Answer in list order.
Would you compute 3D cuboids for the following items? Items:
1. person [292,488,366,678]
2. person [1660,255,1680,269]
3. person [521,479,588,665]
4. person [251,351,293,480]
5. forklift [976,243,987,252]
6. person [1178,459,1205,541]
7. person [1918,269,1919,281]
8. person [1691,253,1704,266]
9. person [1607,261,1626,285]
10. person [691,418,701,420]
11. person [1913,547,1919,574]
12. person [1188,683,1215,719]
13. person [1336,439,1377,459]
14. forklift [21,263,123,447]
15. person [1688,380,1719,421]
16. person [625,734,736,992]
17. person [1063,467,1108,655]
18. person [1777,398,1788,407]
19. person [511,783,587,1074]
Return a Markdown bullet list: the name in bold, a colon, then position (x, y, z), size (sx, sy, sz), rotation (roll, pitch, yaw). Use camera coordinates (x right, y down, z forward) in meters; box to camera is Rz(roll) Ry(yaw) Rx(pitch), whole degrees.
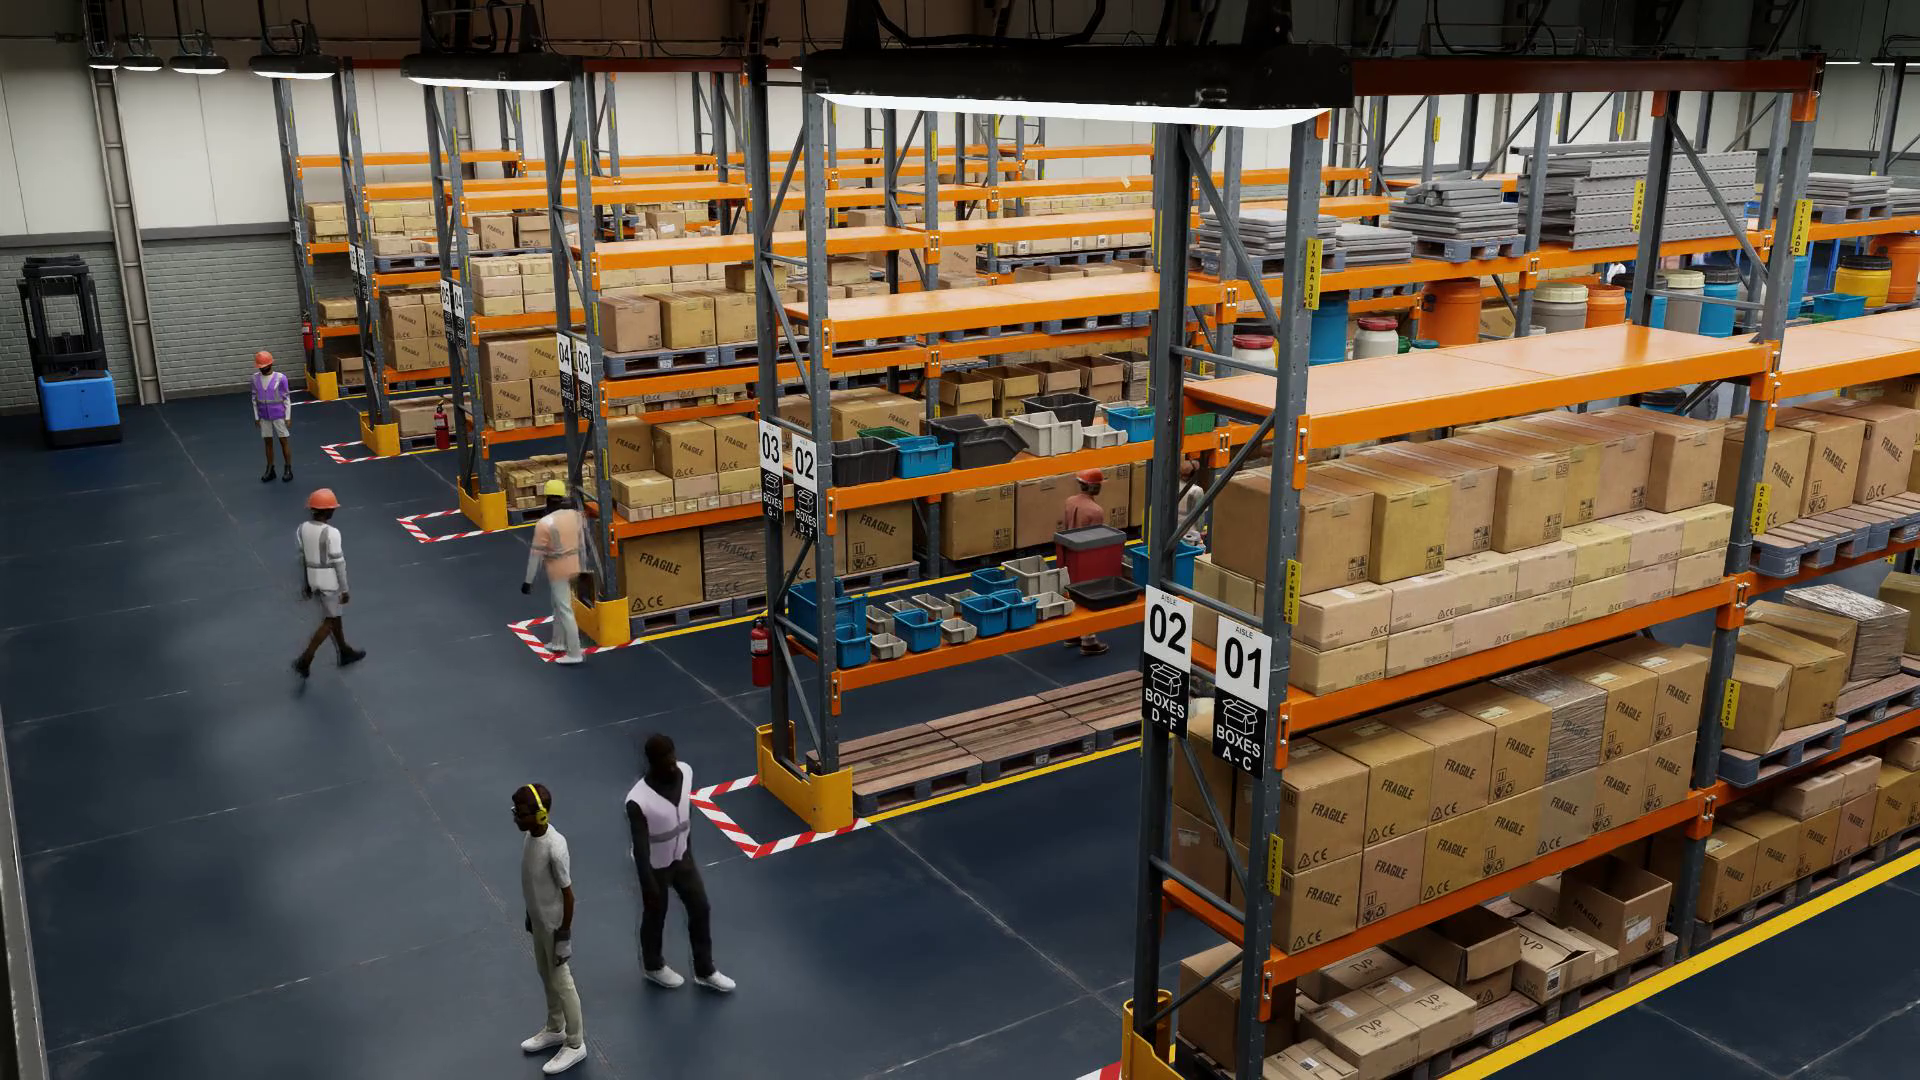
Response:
- **person**: position (-6.402, 0.432, 15.790), size (0.559, 1.906, 0.868), rotation (10, 19, 29)
- **person**: position (17.799, -6.758, 39.360), size (0.663, 1.890, 0.643), rotation (11, 20, 32)
- **person**: position (-4.174, 0.330, 16.115), size (0.759, 1.889, 0.680), rotation (7, 18, 22)
- **person**: position (-10.080, -1.819, 23.111), size (0.542, 1.928, 0.377), rotation (0, 17, 0)
- **forklift**: position (0.988, -5.474, 34.718), size (1.214, 2.155, 2.313), rotation (-10, 20, -31)
- **person**: position (2.574, -0.116, 18.016), size (0.310, 1.638, 0.523), rotation (-14, 22, -39)
- **person**: position (22.414, -6.067, 36.858), size (0.382, 2.038, 0.606), rotation (3, 17, 10)
- **person**: position (18.719, -7.041, 40.435), size (0.836, 1.801, 0.603), rotation (8, 19, 25)
- **person**: position (14.658, -5.539, 35.387), size (0.361, 1.882, 0.575), rotation (-2, 17, -6)
- **person**: position (-4.361, -2.744, 26.251), size (0.328, 1.868, 0.513), rotation (-7, 18, -21)
- **person**: position (10.155, 0.229, 16.280), size (0.378, 1.996, 0.611), rotation (-10, 20, -31)
- **person**: position (1.972, 1.727, 11.669), size (0.625, 1.813, 0.639), rotation (12, 21, 35)
- **person**: position (4.894, -0.796, 19.733), size (0.632, 1.949, 0.607), rotation (-12, 21, -34)
- **forklift**: position (-14.518, -3.079, 25.708), size (1.129, 2.768, 1.873), rotation (-10, 20, -31)
- **person**: position (10.948, -1.734, 23.330), size (0.275, 1.632, 0.507), rotation (-4, 17, -13)
- **person**: position (-1.838, 2.125, 10.250), size (0.810, 1.880, 0.624), rotation (10, 19, 29)
- **person**: position (1.321, 0.191, 16.412), size (0.399, 1.989, 0.622), rotation (-10, 20, -30)
- **person**: position (11.260, -1.519, 22.176), size (0.880, 1.905, 0.538), rotation (-4, 18, -14)
- **person**: position (-2.518, 2.337, 9.592), size (0.312, 1.866, 0.538), rotation (-13, 21, -36)
